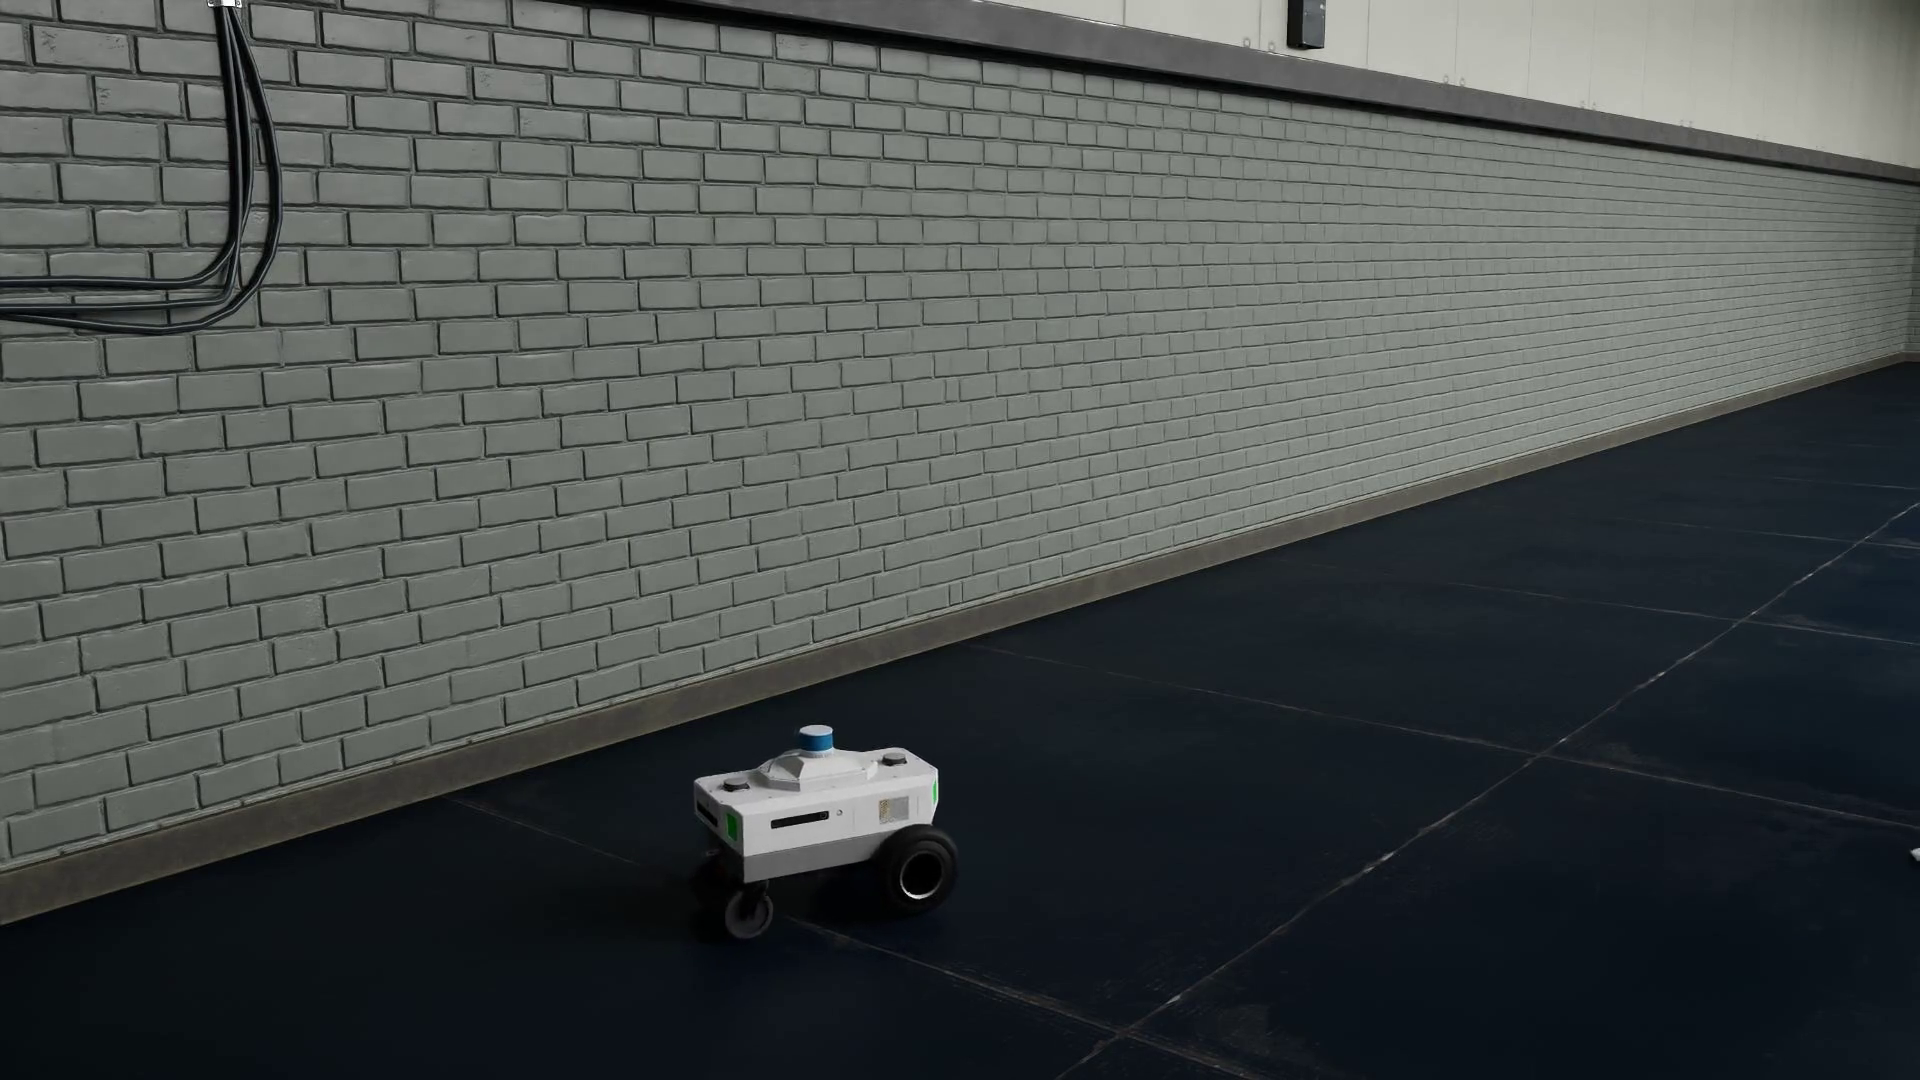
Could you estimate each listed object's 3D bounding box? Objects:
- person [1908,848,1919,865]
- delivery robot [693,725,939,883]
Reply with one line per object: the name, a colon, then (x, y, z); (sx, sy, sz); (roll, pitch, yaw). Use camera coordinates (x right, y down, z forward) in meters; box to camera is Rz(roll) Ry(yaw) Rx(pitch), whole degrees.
person: (3.562, 0.113, 5.385); (0.979, 1.870, 0.680); (-4, 11, -23)
delivery robot: (-0.434, 0.804, 5.031); (0.707, 0.478, 0.477); (-5, 12, -27)
